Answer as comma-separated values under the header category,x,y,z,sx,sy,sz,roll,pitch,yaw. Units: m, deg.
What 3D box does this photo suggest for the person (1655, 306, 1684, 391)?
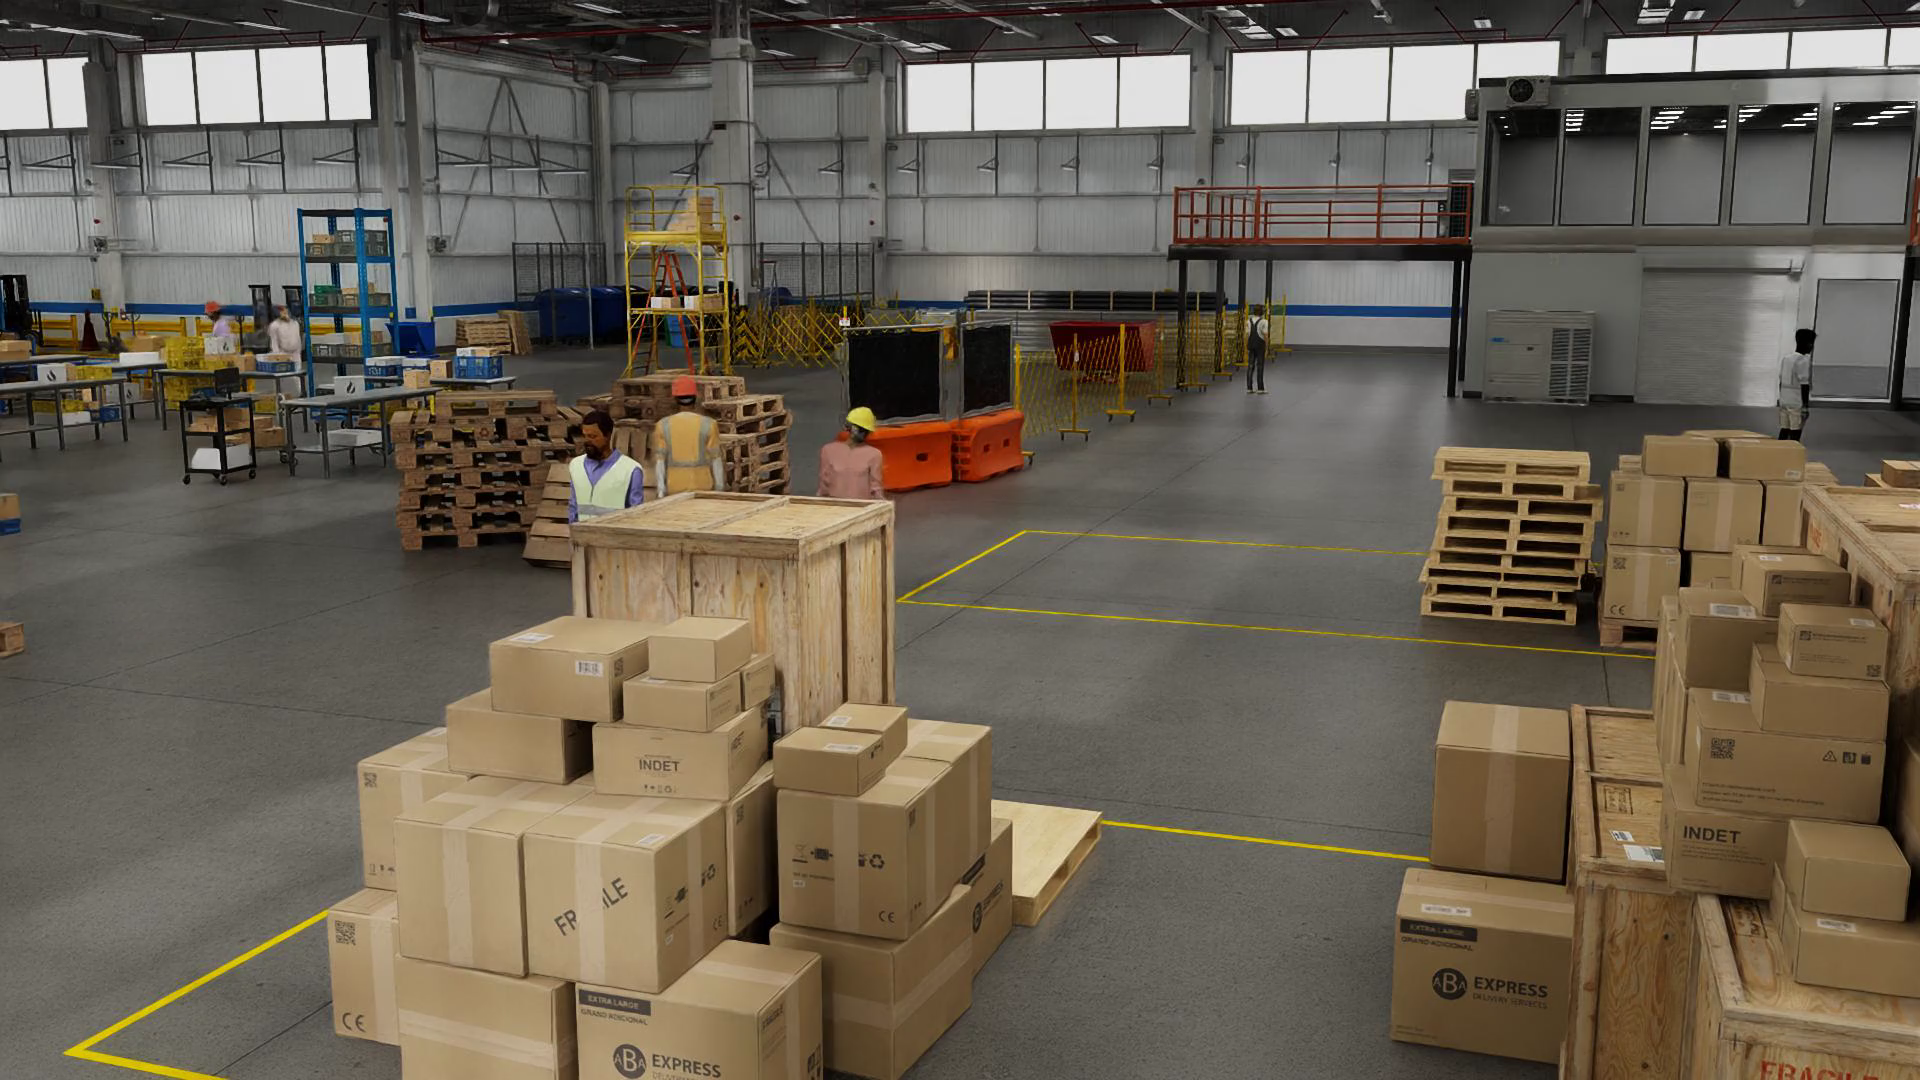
category,x,y,z,sx,sy,sz,roll,pitch,yaw
person,14.389,-3.881,33.784,0.815,1.874,0.461,-4,11,-22

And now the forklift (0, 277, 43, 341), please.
category,x,y,z,sx,sy,sz,roll,pitch,yaw
forklift,-27.151,-6.329,46.328,1.157,1.987,2.680,3,11,17

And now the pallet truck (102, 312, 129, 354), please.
category,x,y,z,sx,sy,sz,roll,pitch,yaw
pallet truck,-23.057,-5.777,46.261,0.680,1.201,1.601,3,11,19

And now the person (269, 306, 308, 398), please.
category,x,y,z,sx,sy,sz,roll,pitch,yaw
person,-13.159,-3.646,32.541,1.023,1.850,0.654,9,13,41

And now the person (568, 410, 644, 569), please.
category,x,y,z,sx,sy,sz,roll,pitch,yaw
person,-2.424,0.059,11.449,0.592,1.917,0.375,5,11,24

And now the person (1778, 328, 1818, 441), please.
category,x,y,z,sx,sy,sz,roll,pitch,yaw
person,10.884,-1.772,21.651,0.389,1.957,0.607,0,10,-1

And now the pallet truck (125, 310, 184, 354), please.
category,x,y,z,sx,sy,sz,roll,pitch,yaw
pallet truck,-22.038,-5.665,45.457,0.704,1.261,1.522,3,11,17

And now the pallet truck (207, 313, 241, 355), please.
category,x,y,z,sx,sy,sz,roll,pitch,yaw
pallet truck,-19.537,-5.575,44.913,0.653,1.274,1.630,3,11,19

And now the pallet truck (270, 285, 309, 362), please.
category,x,y,z,sx,sy,sz,roll,pitch,yaw
pallet truck,-17.147,-5.700,43.663,0.823,1.965,1.885,3,11,17

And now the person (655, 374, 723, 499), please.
category,x,y,z,sx,sy,sz,roll,pitch,yaw
person,-2.327,-0.458,14.325,0.554,1.939,0.372,0,10,0

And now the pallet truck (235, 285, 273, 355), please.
category,x,y,z,sx,sy,sz,roll,pitch,yaw
pallet truck,-18.327,-5.835,44.421,0.823,1.965,1.885,4,11,23

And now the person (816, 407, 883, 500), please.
category,x,y,z,sx,sy,sz,roll,pitch,yaw
person,-0.906,-0.212,13.491,0.567,1.734,0.377,0,10,-1

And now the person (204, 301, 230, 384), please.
category,x,y,z,sx,sy,sz,roll,pitch,yaw
person,-13.664,-3.394,30.641,0.710,2.002,0.603,-5,11,-26

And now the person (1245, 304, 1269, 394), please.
category,x,y,z,sx,sy,sz,roll,pitch,yaw
person,6.062,-3.888,33.905,0.517,1.836,0.341,8,13,38
